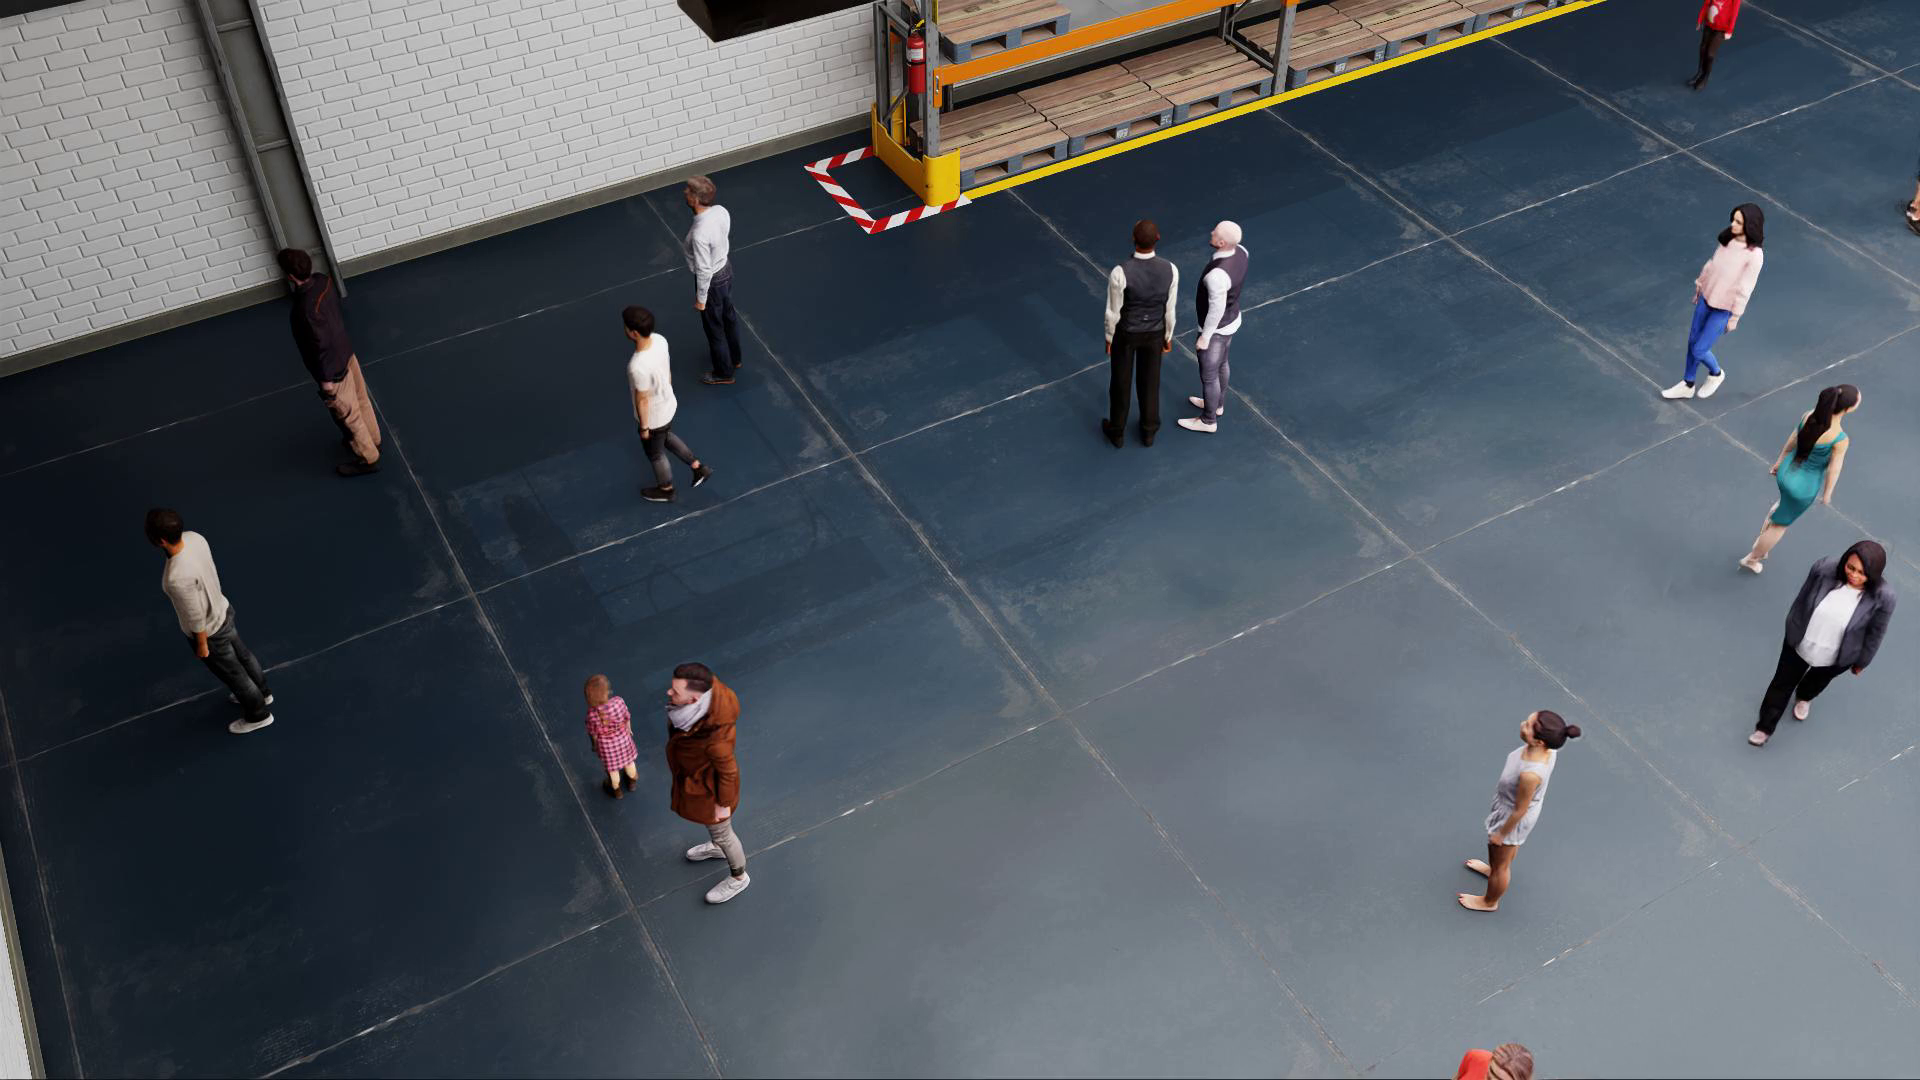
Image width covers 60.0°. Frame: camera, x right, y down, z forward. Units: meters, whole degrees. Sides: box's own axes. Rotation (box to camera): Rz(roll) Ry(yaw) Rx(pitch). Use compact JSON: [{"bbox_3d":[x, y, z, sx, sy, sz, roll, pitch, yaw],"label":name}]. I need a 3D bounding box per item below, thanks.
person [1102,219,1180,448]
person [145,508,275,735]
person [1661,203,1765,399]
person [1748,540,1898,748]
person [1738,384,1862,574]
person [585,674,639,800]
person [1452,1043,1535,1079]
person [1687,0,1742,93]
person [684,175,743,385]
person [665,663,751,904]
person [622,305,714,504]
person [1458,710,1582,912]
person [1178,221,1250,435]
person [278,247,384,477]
[{"bbox_3d":[1.315,-1.503,12.257,0.662,1.916,0.824,-6,44,-6],"label":"person"},{"bbox_3d":[-4.612,0.489,10.242,0.665,1.811,0.727,-7,44,-7],"label":"person"},{"bbox_3d":[5.849,-1.779,12.663,0.790,1.755,0.756,-9,44,-9],"label":"person"},{"bbox_3d":[5.395,0.580,10.328,0.950,1.561,1.133,26,49,24],"label":"person"},{"bbox_3d":[5.597,-0.366,11.239,0.647,1.674,0.625,-15,46,-15],"label":"person"},{"bbox_3d":[-2.117,1.188,10.080,0.378,1.022,0.486,-24,48,-23],"label":"person"},{"bbox_3d":[2.503,2.812,7.900,0.742,1.678,0.650,-24,49,-23],"label":"person"},{"bbox_3d":[7.547,-5.110,16.510,0.523,1.272,0.518,-26,49,-25],"label":"person"},{"bbox_3d":[-1.913,-2.014,12.863,0.788,1.820,0.728,11,45,11],"label":"person"},{"bbox_3d":[-1.411,1.334,9.336,0.708,1.837,0.721,-18,47,-18],"label":"person"},{"bbox_3d":[-2.092,-0.922,11.797,0.928,1.709,0.856,7,44,7],"label":"person"},{"bbox_3d":[3.115,1.506,9.323,0.722,1.607,0.641,17,46,17],"label":"person"},{"bbox_3d":[1.917,-1.597,12.423,0.845,1.823,0.741,18,47,18],"label":"person"},{"bbox_3d":[-4.540,-1.291,12.029,0.771,1.923,0.786,-2,44,-3],"label":"person"}]
